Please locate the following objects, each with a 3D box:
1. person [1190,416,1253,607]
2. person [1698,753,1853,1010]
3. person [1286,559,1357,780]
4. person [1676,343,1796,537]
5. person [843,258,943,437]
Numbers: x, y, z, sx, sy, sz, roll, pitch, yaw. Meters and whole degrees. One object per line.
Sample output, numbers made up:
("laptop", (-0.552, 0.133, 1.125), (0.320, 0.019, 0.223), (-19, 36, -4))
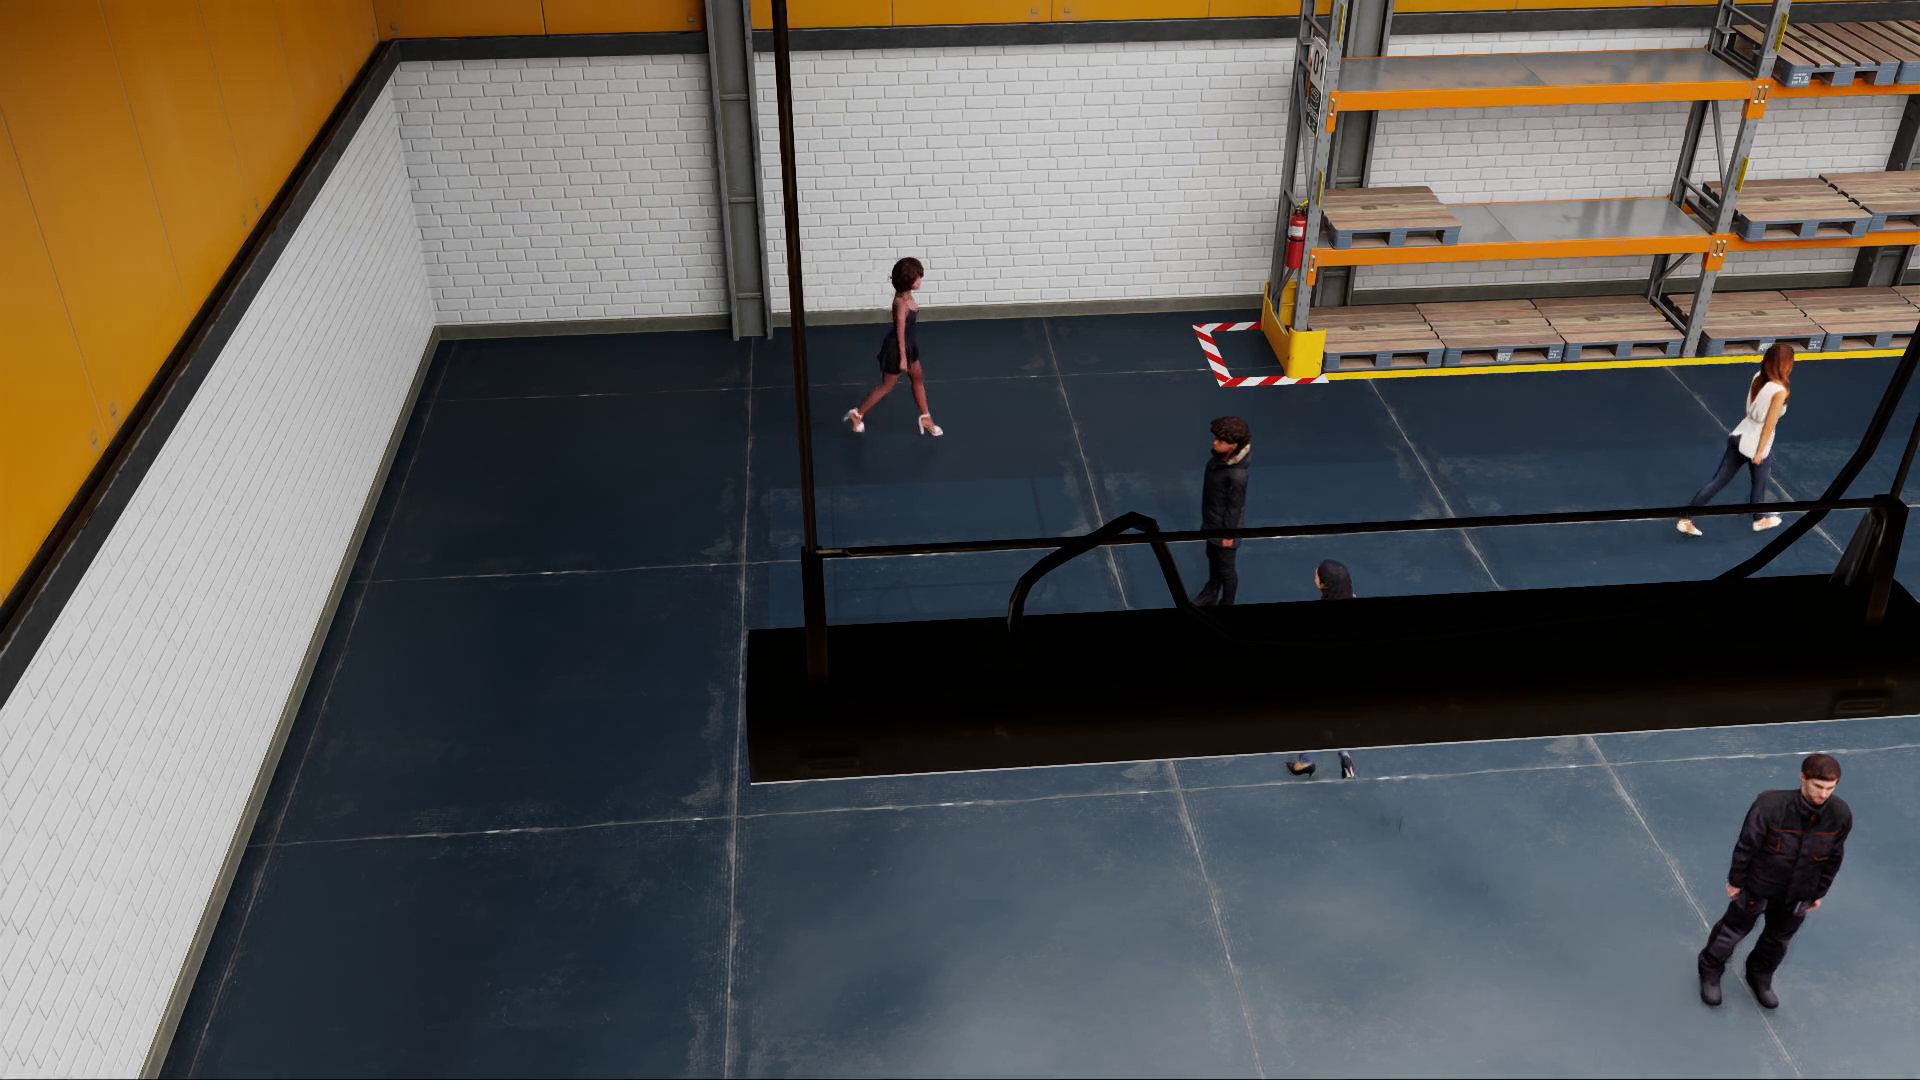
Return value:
("person", (1.978, -0.159, 12.470), (0.619, 1.775, 0.641), (-7, 34, -11))
("person", (4.575, 1.901, 9.314), (0.585, 1.838, 0.813), (3, 34, 5))
("person", (2.424, 0.922, 10.840), (0.832, 1.780, 0.865), (-23, 40, -31))
("person", (6.267, -0.744, 13.384), (1.183, 1.738, 0.674), (-6, 34, -9))
("person", (-0.635, -1.662, 14.756), (1.186, 1.749, 0.794), (3, 34, 5))
